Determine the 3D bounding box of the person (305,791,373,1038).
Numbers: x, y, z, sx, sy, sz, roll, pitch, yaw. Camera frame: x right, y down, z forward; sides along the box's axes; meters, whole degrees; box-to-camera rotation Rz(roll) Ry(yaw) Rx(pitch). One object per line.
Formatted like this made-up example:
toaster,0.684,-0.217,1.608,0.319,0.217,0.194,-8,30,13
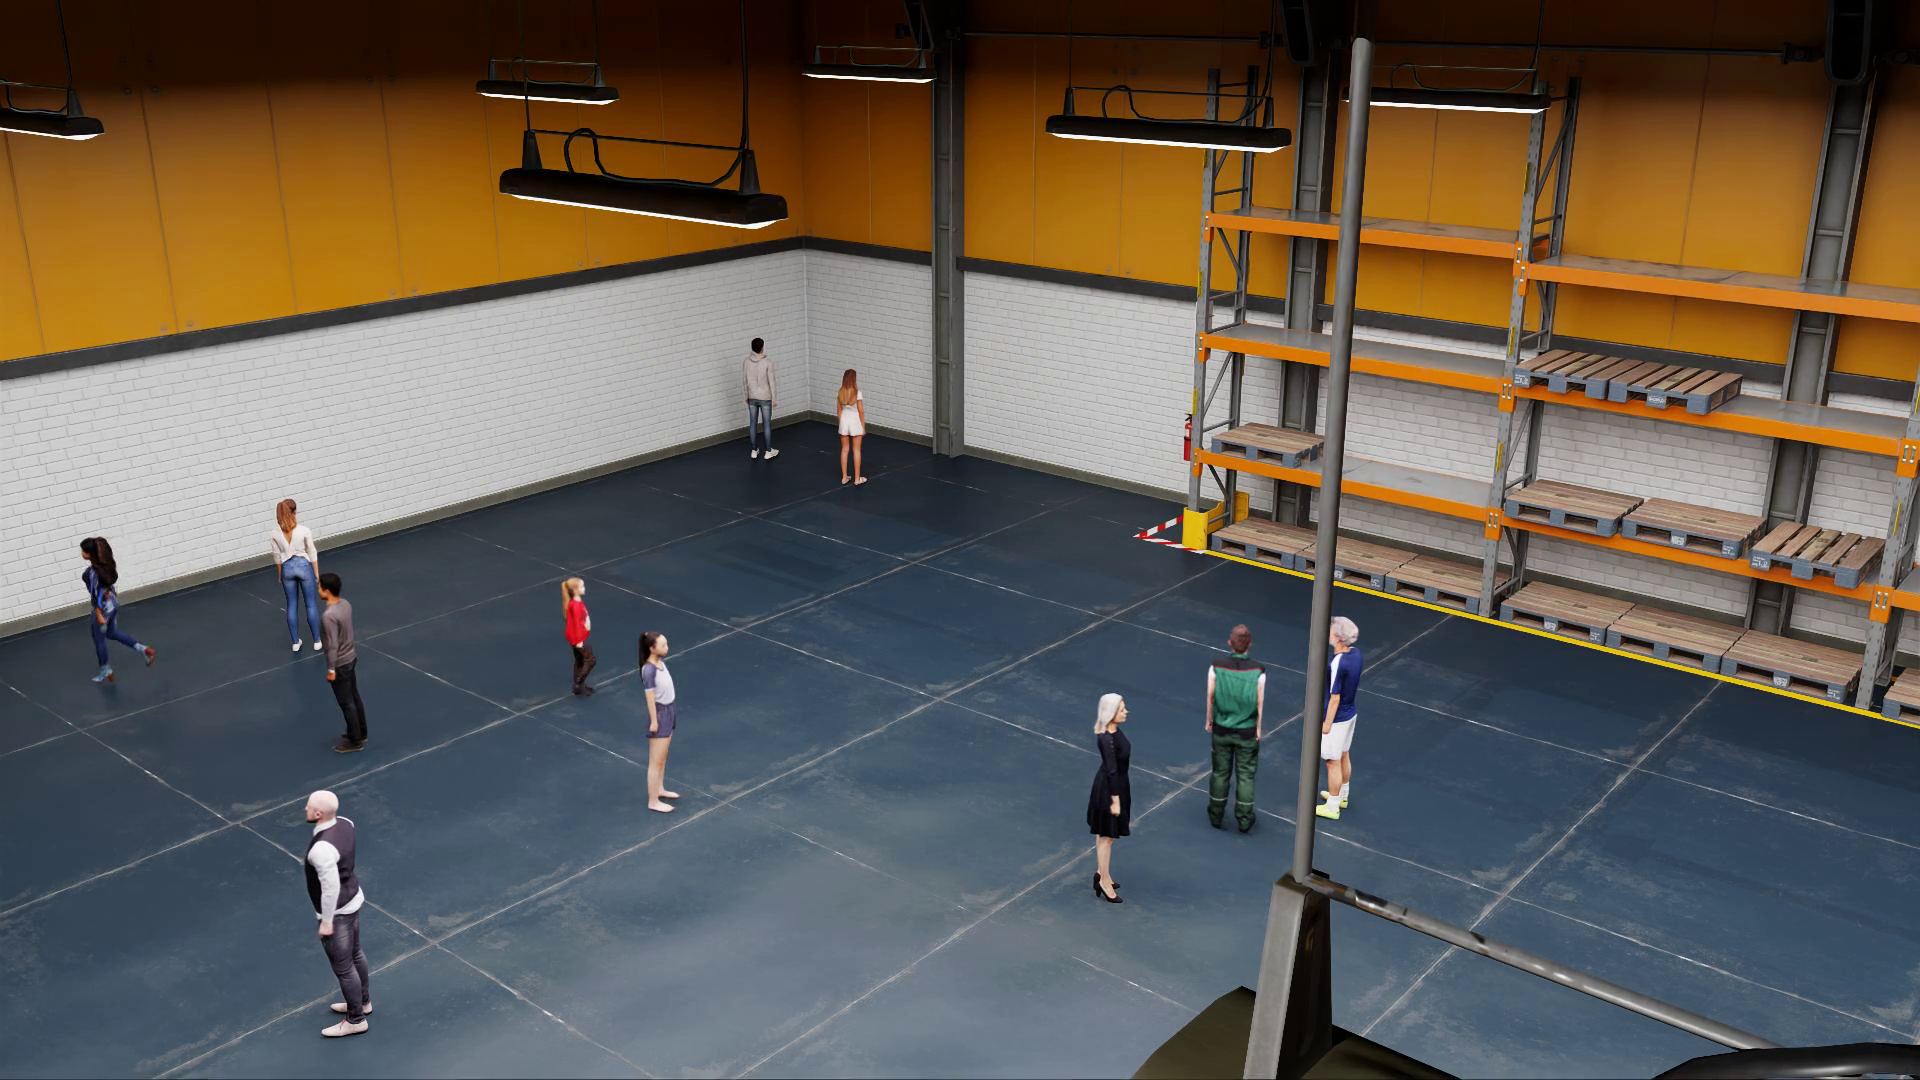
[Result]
person,-4.292,2.553,11.476,0.836,1.824,0.770,-2,19,-6

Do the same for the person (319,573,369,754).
person,-5.846,1.152,15.726,0.708,1.765,0.753,12,22,31

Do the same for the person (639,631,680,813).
person,-2.666,1.574,14.653,0.700,1.649,0.669,1,19,2

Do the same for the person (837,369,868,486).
person,-1.591,-1.654,24.167,0.575,1.696,0.694,7,20,21

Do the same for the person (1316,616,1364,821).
person,3.298,1.530,14.488,0.587,1.839,0.656,12,22,31

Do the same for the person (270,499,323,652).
person,-7.213,0.373,18.109,0.684,1.720,0.743,-2,19,-5

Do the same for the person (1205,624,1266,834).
person,2.360,1.606,14.268,0.626,1.836,0.771,6,20,18

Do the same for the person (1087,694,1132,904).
person,1.196,2.021,13.175,0.738,1.747,0.698,1,19,3

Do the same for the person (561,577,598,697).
person,-3.940,1.001,16.945,0.657,1.273,0.584,-4,19,-13

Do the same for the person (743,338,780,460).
person,-3.084,-2.184,25.495,0.679,1.853,0.813,5,19,13

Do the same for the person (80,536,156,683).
person,-8.806,0.721,17.261,0.994,1.601,0.941,-2,19,-7
